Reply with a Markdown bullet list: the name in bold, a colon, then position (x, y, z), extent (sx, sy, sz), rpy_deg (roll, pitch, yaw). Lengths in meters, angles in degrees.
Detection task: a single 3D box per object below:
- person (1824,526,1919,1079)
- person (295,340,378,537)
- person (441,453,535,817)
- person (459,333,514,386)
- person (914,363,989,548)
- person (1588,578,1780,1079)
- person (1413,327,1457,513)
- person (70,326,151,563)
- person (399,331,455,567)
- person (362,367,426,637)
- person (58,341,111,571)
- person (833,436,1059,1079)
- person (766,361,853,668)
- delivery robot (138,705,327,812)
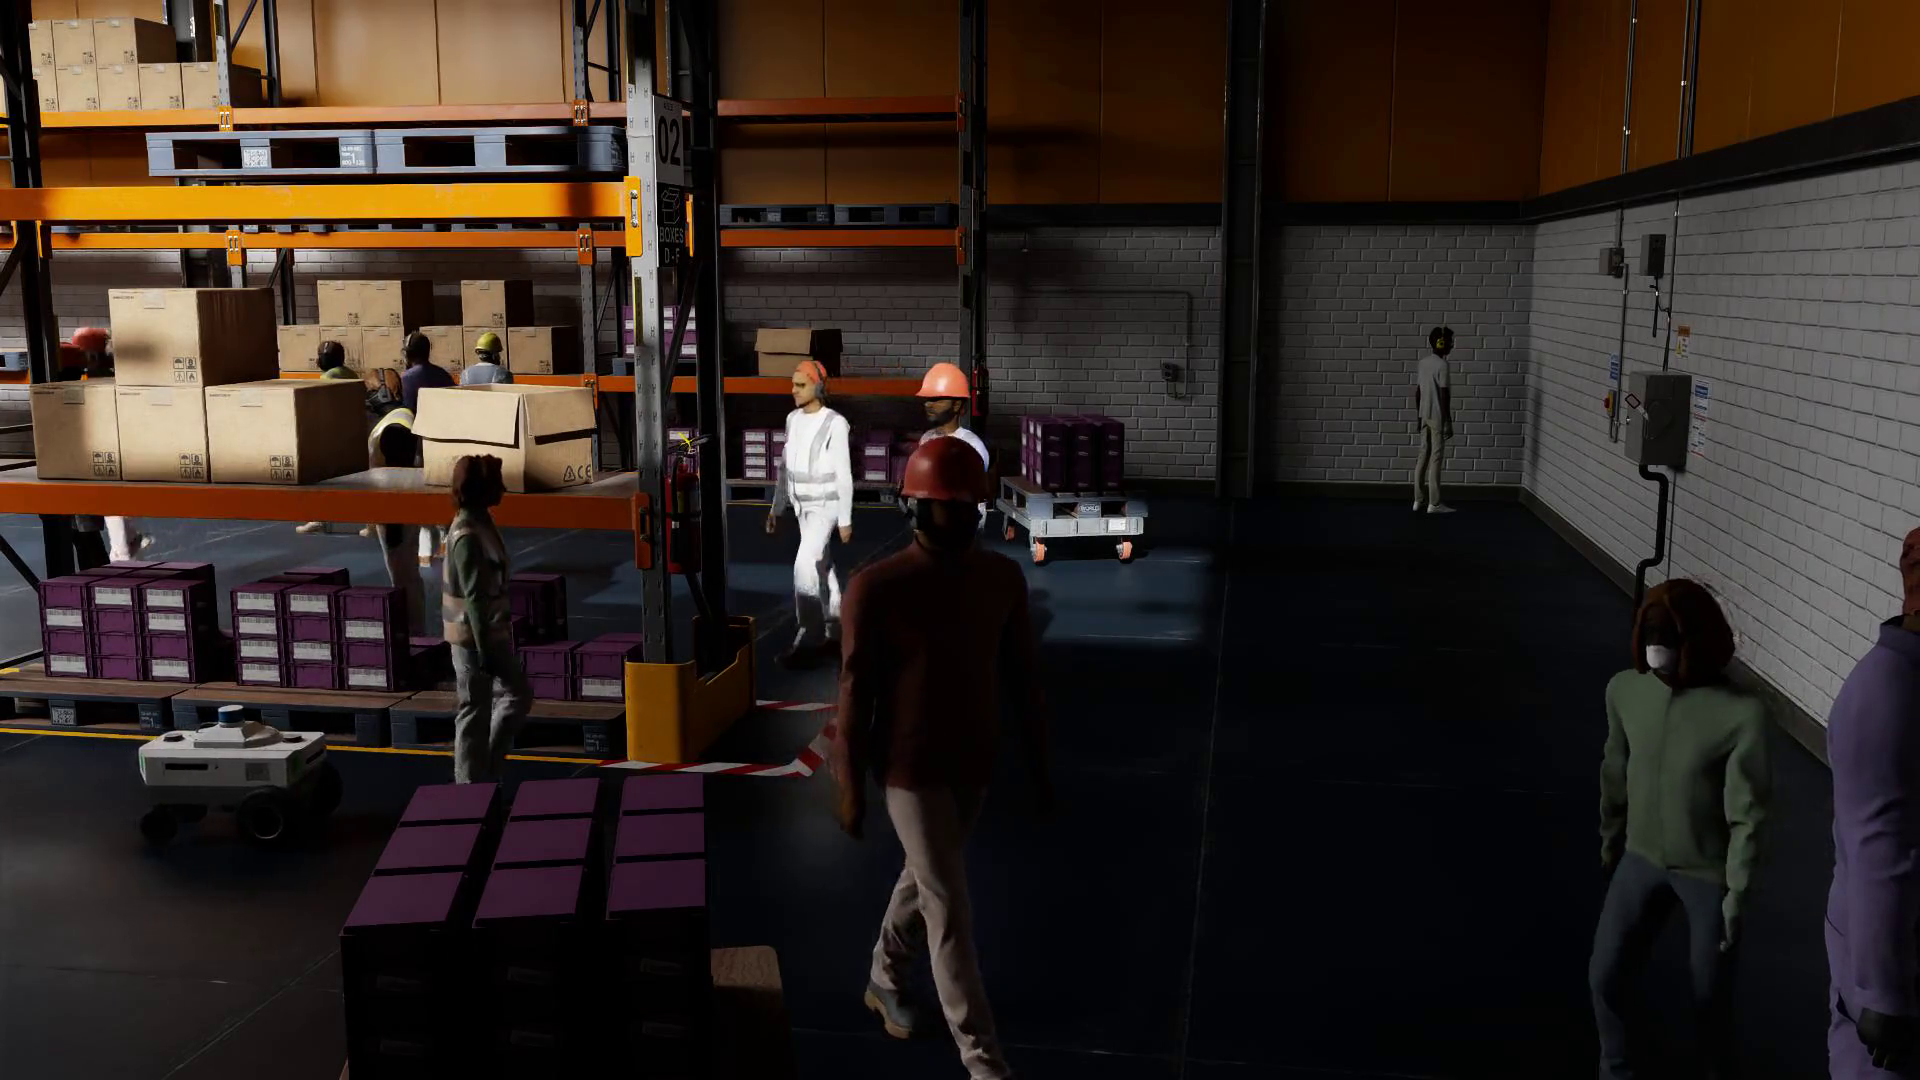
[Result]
- **person**: position (2.075, 0.891, 3.570), extent (0.407, 1.909, 0.638), rpy_deg (8, 12, 40)
- **person**: position (-5.630, -0.911, 15.104), extent (0.944, 1.801, 0.639), rpy_deg (1, 9, 6)
- **person**: position (-2.063, 0.430, 7.280), extent (0.401, 1.622, 0.549), rpy_deg (-1, 9, -9)
- **person**: position (-4.473, -1.064, 15.929), extent (0.591, 1.833, 0.403), rpy_deg (3, 10, 17)
- **person**: position (-0.081, 0.048, 8.691), extent (0.352, 1.942, 0.545), rpy_deg (-7, 11, -36)
- **person**: position (1.893, 0.900, 4.421), extent (0.537, 1.610, 0.528), rpy_deg (-7, 12, -38)
- **person**: position (4.766, -1.199, 16.673), extent (0.330, 1.865, 0.518), rpy_deg (-3, 10, -19)
- **person**: position (-6.863, -0.711, 13.278), extent (0.430, 1.977, 0.636), rpy_deg (-4, 10, -22)
- **person**: position (-4.387, -0.729, 13.549), extent (0.432, 1.929, 0.654), rpy_deg (4, 10, 21)
- **person**: position (-3.472, -0.138, 10.187), extent (0.429, 1.837, 0.625), rpy_deg (-4, 10, -22)
- **person**: position (-6.063, -0.387, 11.405), extent (0.544, 1.939, 0.354), rpy_deg (9, 13, 43)
- **person**: position (-0.035, 0.661, 4.913), extent (0.621, 1.943, 1.054), rpy_deg (-7, 11, -36)
- **person**: position (-0.977, -0.161, 10.223), extent (0.755, 1.859, 0.579), rpy_deg (-7, 11, -35)
- **delivery robot**: position (-3.099, 0.950, 7.099), extent (0.707, 0.478, 0.477), rpy_deg (0, 9, 2)
